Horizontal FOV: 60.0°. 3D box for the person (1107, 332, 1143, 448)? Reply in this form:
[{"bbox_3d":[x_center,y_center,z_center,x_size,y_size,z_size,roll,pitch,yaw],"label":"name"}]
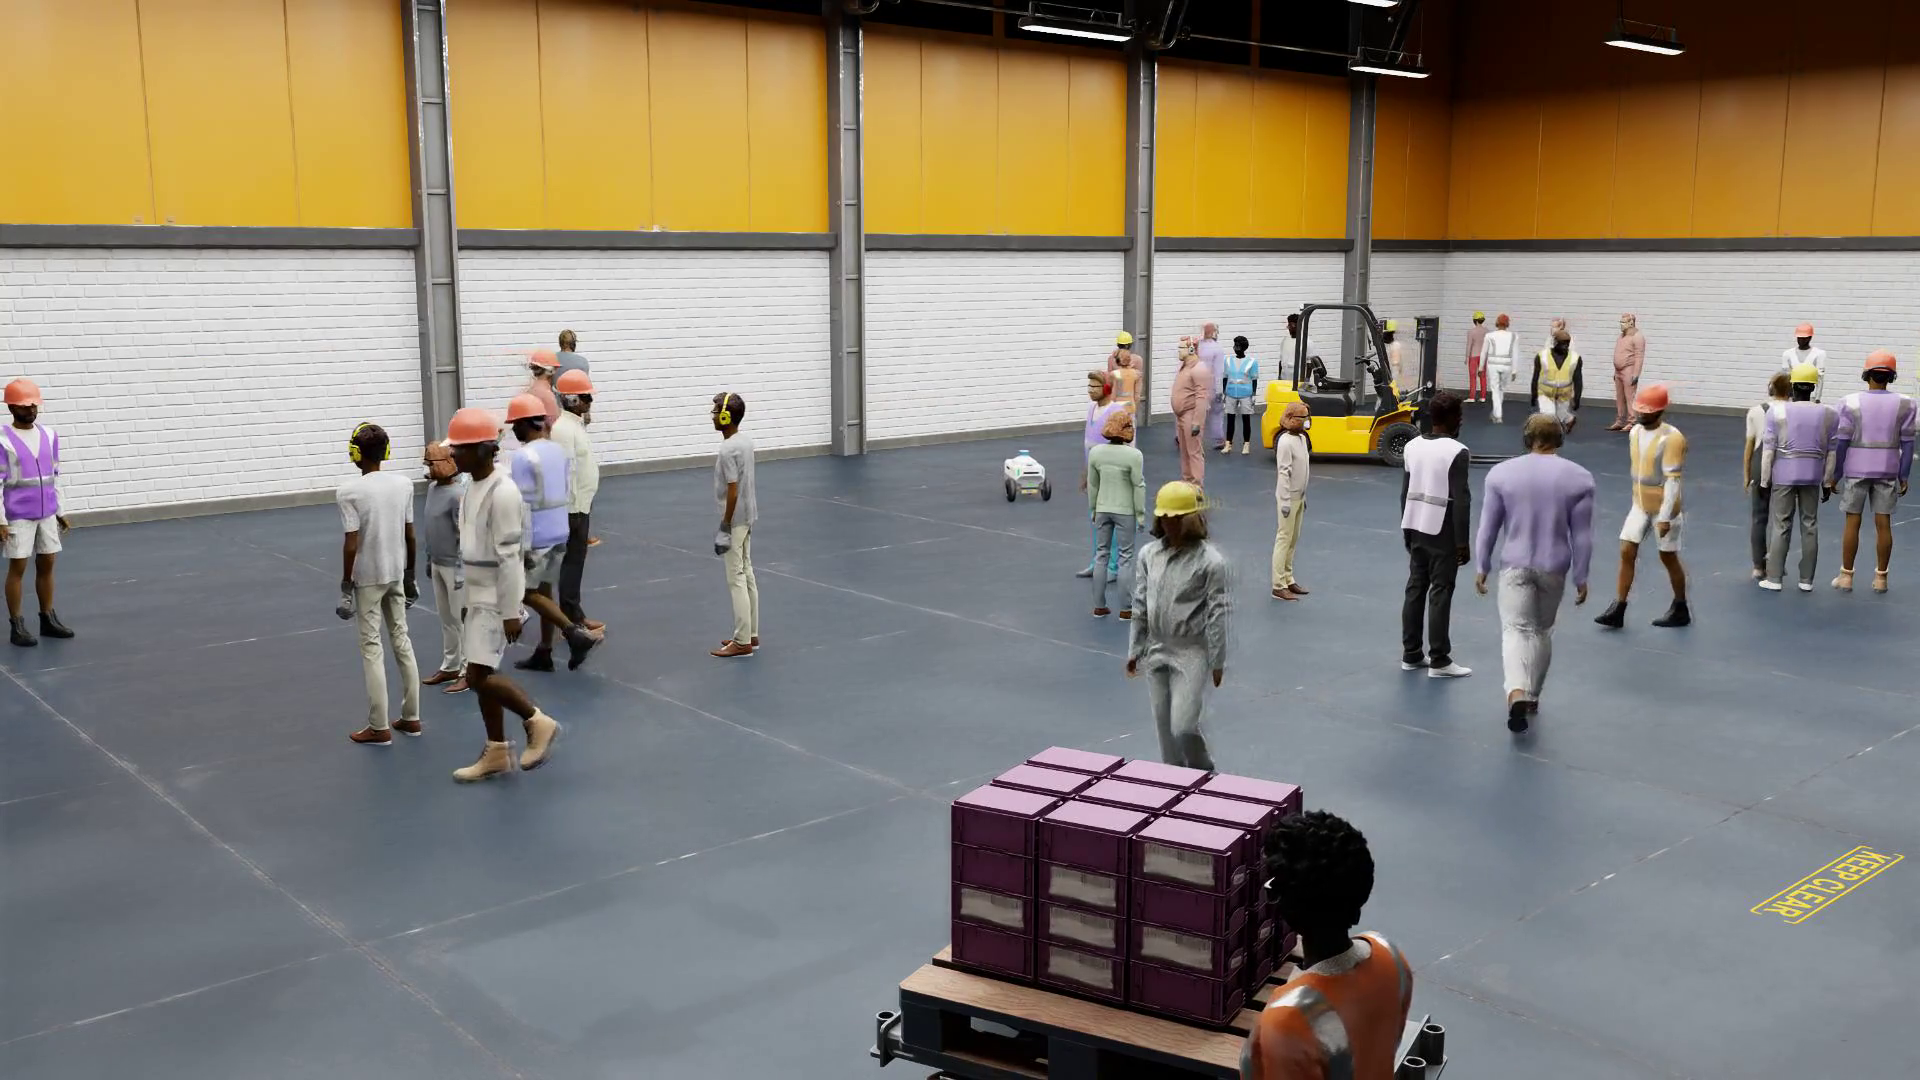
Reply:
[{"bbox_3d":[2.301,-2.048,23.402,0.522,1.761,0.327,4,10,20],"label":"person"}]

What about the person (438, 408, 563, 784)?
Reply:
[{"bbox_3d":[-2.485,0.304,8.848,0.490,2.023,0.628,-6,12,-33],"label":"person"}]

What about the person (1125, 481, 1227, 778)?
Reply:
[{"bbox_3d":[1.056,0.565,8.172,0.494,1.729,0.368,9,13,42],"label":"person"}]

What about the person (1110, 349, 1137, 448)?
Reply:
[{"bbox_3d":[2.077,-1.622,21.295,0.546,1.630,0.310,-9,13,-42],"label":"person"}]

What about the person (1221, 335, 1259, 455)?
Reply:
[{"bbox_3d":[3.963,-2.051,23.600,0.530,1.696,0.321,5,11,27],"label":"person"}]

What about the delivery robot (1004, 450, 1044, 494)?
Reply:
[{"bbox_3d":[0.744,-0.798,19.304,0.477,0.478,0.707,-1,9,-11],"label":"delivery robot"}]

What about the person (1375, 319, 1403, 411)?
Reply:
[{"bbox_3d":[6.418,-2.301,24.493,0.774,1.896,0.598,0,10,-1],"label":"person"}]

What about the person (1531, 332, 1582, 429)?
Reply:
[{"bbox_3d":[8.152,-1.946,22.720,0.640,1.779,0.992,2,10,10],"label":"person"}]

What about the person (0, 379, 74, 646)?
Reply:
[{"bbox_3d":[-6.746,-0.206,12.095,0.373,1.934,0.552,5,11,26],"label":"person"}]

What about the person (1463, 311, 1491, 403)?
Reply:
[{"bbox_3d":[9.933,-3.511,31.936,0.525,1.772,0.301,-3,10,-18],"label":"person"}]

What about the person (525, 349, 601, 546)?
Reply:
[{"bbox_3d":[-3.927,-0.837,15.776,0.980,1.942,0.608,-4,11,-23],"label":"person"}]

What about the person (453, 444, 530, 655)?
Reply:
[{"bbox_3d":[-3.405,-0.030,12.055,0.516,1.598,0.850,5,11,28],"label":"person"}]

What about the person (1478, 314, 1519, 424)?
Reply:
[{"bbox_3d":[9.098,-2.884,28.080,0.594,1.844,0.977,0,10,2],"label":"person"}]

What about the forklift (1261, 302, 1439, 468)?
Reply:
[{"bbox_3d":[5.320,-2.157,22.763,2.313,2.155,1.214,3,10,16],"label":"forklift"}]

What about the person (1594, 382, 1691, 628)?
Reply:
[{"bbox_3d":[5.183,-0.248,12.480,0.930,1.878,0.567,-4,10,-21],"label":"person"}]

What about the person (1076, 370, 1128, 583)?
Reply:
[{"bbox_3d":[1.263,-0.551,14.391,0.372,1.839,0.570,-4,10,-21],"label":"person"}]

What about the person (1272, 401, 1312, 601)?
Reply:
[{"bbox_3d":[2.742,-0.329,13.699,0.273,1.632,0.507,5,11,28],"label":"person"}]

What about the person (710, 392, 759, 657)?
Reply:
[{"bbox_3d":[-1.599,-0.107,11.706,0.327,1.874,0.517,2,10,9],"label":"person"}]

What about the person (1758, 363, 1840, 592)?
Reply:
[{"bbox_3d":[7.010,-0.518,13.948,0.589,1.927,0.368,2,10,10],"label":"person"}]

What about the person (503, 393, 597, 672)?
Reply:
[{"bbox_3d":[-2.750,-0.024,11.147,0.660,1.907,0.558,4,11,23],"label":"person"}]

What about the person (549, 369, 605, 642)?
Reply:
[{"bbox_3d":[-2.810,-0.254,12.206,0.390,1.992,0.624,-1,10,-8],"label":"person"}]

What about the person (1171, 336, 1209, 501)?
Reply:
[{"bbox_3d":[2.616,-1.388,19.104,0.399,1.910,0.643,-2,10,-11],"label":"person"}]

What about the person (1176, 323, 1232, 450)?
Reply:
[{"bbox_3d":[3.528,-2.203,24.037,0.937,1.863,0.648,-8,13,-39],"label":"person"}]

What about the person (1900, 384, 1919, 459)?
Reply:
[{"bbox_3d":[13.463,-1.978,22.905,0.959,1.792,0.635,5,11,27],"label":"person"}]

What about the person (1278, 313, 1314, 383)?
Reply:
[{"bbox_3d":[4.998,-2.405,24.896,0.367,1.962,0.604,-9,13,-41],"label":"person"}]

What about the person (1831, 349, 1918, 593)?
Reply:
[{"bbox_3d":[7.619,-0.571,13.925,0.607,2.044,0.379,3,10,16],"label":"person"}]

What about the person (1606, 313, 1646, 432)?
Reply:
[{"bbox_3d":[10.663,-2.676,26.652,0.403,1.904,0.652,-1,10,-8],"label":"person"}]

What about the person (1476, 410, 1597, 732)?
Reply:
[{"bbox_3d":[3.427,0.187,9.914,0.667,1.904,0.931,2,10,13],"label":"person"}]

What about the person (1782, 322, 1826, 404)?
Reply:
[{"bbox_3d":[11.368,-1.973,22.493,0.540,1.928,0.414,7,12,37],"label":"person"}]

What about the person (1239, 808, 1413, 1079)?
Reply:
[{"bbox_3d":[0.750,1.387,3.471,0.321,1.696,0.530,7,12,36],"label":"person"}]

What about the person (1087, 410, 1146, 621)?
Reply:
[{"bbox_3d":[1.218,-0.191,12.892,0.502,1.633,0.280,7,12,36],"label":"person"}]

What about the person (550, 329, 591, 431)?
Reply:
[{"bbox_3d":[-4.714,-1.562,20.030,0.629,1.940,0.376,4,10,21],"label":"person"}]

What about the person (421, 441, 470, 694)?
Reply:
[{"bbox_3d":[-3.324,0.170,10.774,0.279,1.634,0.498,-9,13,-41],"label":"person"}]

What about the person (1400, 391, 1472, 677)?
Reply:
[{"bbox_3d":[3.187,-0.040,11.178,0.398,1.920,0.588,-4,11,-24],"label":"person"}]

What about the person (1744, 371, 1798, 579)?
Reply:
[{"bbox_3d":[7.108,-0.559,14.515,0.512,1.823,0.428,6,11,31],"label":"person"}]

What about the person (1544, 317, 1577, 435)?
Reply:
[{"bbox_3d":[9.226,-2.492,25.620,0.674,1.887,0.663,-2,10,-9],"label":"person"}]

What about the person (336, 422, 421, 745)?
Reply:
[{"bbox_3d":[-3.372,0.252,9.613,0.312,1.869,0.538,6,12,33],"label":"person"}]
